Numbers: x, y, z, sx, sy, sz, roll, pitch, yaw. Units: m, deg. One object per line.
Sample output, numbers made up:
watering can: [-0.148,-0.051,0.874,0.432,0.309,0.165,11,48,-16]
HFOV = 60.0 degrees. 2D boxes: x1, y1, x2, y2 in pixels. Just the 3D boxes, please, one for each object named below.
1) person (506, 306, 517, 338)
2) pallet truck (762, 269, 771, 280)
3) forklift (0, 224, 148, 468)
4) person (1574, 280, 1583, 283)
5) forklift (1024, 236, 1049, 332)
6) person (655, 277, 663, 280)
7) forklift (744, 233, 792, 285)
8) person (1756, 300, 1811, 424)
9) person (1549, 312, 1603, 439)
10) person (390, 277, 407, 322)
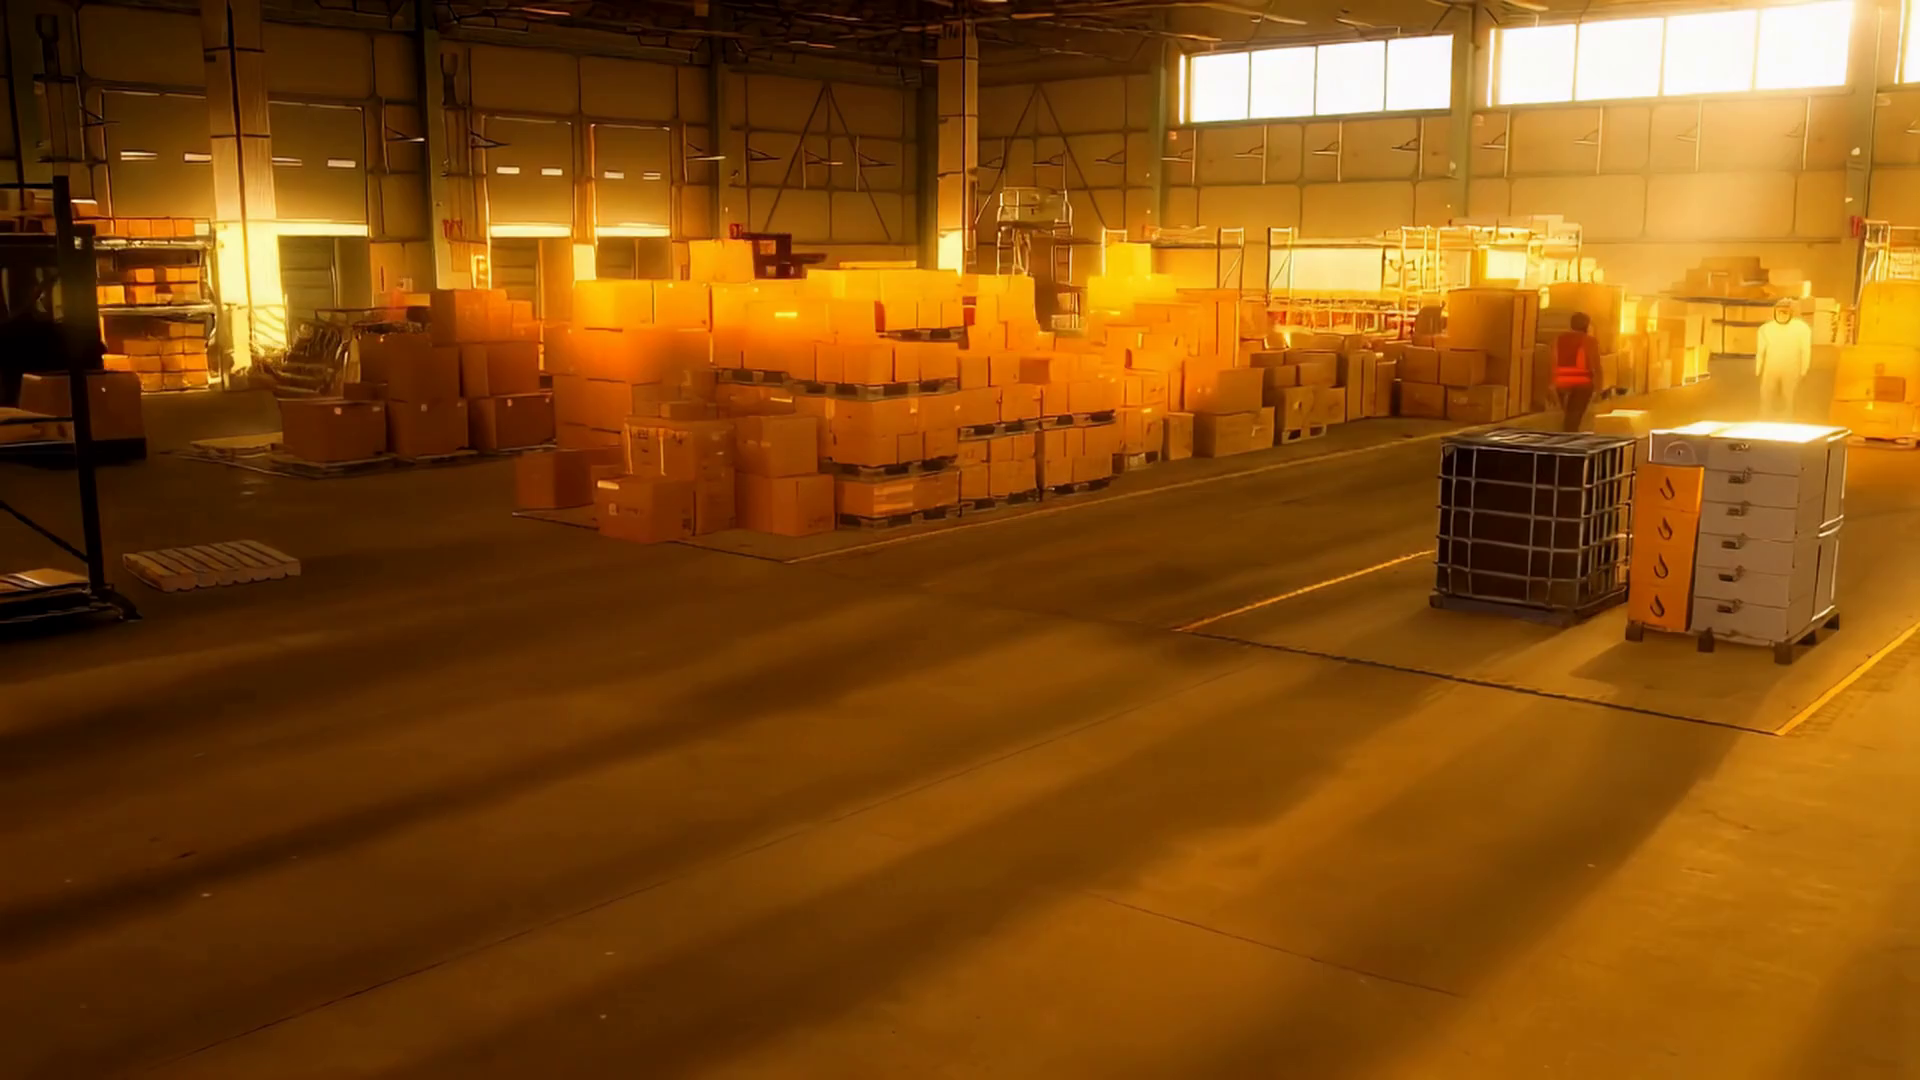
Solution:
person: [-7.800,-3.301,28.123,0.701,1.858,1.058,0,10,1]
pallet truck: [-4.996,-6.432,45.525,1.885,1.965,0.823,-6,12,-32]
forklift: [-10.662,-2.341,19.722,1.873,2.768,1.129,8,13,40]
person: [12.514,-4.281,33.571,0.918,1.904,0.544,4,11,22]
forklift: [1.828,-5.663,38.637,1.873,2.768,1.129,2,10,12]
person: [-6.507,-4.724,36.016,0.635,1.927,0.372,-4,11,-22]
forklift: [-3.610,-4.410,31.498,1.873,2.768,1.129,8,13,40]
person: [10.405,-2.089,21.096,0.651,1.885,0.999,7,12,35]
person: [7.262,-1.796,19.690,0.900,1.808,0.634,-8,13,-37]
person: [-12.368,-4.881,36.957,0.741,1.898,0.602,-7,12,-36]
